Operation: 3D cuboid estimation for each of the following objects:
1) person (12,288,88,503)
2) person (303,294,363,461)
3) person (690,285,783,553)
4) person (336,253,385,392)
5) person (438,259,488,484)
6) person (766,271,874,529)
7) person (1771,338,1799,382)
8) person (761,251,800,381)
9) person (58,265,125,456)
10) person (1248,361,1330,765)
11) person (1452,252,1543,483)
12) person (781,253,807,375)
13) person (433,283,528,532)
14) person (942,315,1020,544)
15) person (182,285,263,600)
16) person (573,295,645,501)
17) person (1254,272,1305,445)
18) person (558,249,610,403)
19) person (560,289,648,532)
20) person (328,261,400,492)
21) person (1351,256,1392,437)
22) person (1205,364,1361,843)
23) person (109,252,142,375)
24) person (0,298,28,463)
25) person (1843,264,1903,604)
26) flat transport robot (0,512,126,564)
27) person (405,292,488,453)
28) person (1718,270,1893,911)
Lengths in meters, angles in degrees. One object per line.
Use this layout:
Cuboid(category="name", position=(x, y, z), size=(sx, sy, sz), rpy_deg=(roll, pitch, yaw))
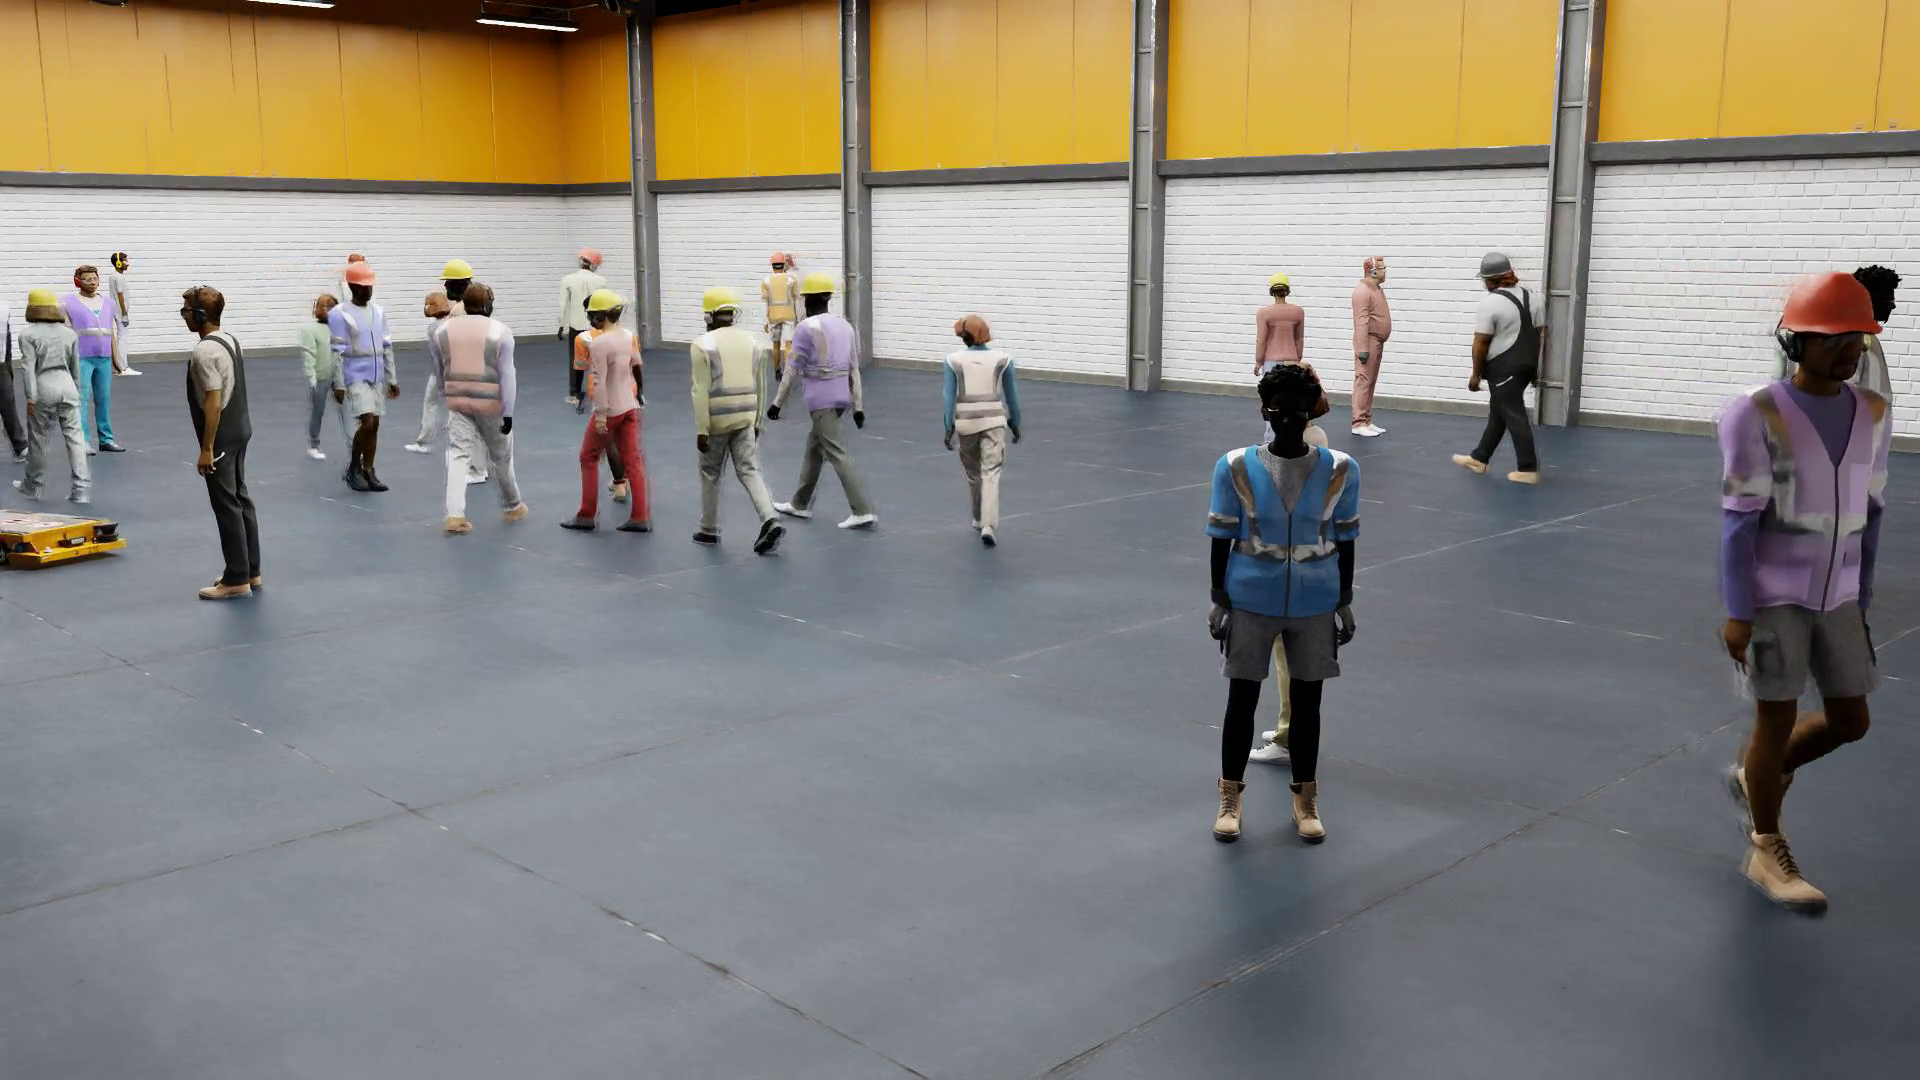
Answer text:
Cuboid(category="person", position=(-7.324, -1.158, 13.352), size=(0.853, 1.700, 0.511), rpy_deg=(7, 12, 33))
Cuboid(category="person", position=(-5.958, -1.530, 15.731), size=(0.883, 1.584, 0.522), rpy_deg=(9, 14, 41))
Cuboid(category="person", position=(-1.524, -0.808, 11.223), size=(0.599, 1.804, 0.822), rpy_deg=(-9, 14, -41))
Cuboid(category="person", position=(-8.074, -2.898, 22.372), size=(0.572, 1.886, 0.353), rpy_deg=(3, 11, 18))
Cuboid(category="person", position=(-4.252, -1.437, 14.288), size=(0.363, 1.928, 0.587), rpy_deg=(-1, 10, -7))
Cuboid(category="person", position=(-0.994, -1.029, 12.239), size=(1.021, 1.871, 0.591), rpy_deg=(6, 12, 30))
Cuboid(category="person", position=(6.677, -1.064, 13.167), size=(0.539, 1.586, 0.880), rpy_deg=(2, 11, 13))
Cuboid(category="person", position=(-2.602, -3.237, 24.160), size=(0.565, 1.909, 0.877), rpy_deg=(0, 10, 2))
Cuboid(category="person", position=(-8.495, -1.758, 16.271), size=(0.397, 1.843, 0.564), rpy_deg=(6, 12, 28))
Cuboid(category="person", position=(1.331, 0.095, 6.739), size=(0.280, 1.633, 0.502), rpy_deg=(6, 12, 28))
Cuboid(category="person", position=(4.718, -1.537, 14.523), size=(0.712, 2.000, 0.942), rpy_deg=(-9, 14, -40))
Cuboid(category="person", position=(-2.443, -3.418, 25.257), size=(0.653, 1.863, 0.720), rpy_deg=(6, 12, 29))
Cuboid(category="person", position=(-3.503, -0.969, 12.126), size=(0.627, 1.798, 0.960), rpy_deg=(1, 10, 6))
Cuboid(category="person", position=(0.150, -0.783, 11.670), size=(0.539, 1.582, 0.895), rpy_deg=(0, 10, 0))
Cuboid(category="person", position=(-4.353, -0.570, 9.788), size=(0.327, 1.844, 0.514), rpy_deg=(-1, 10, -5))
Cuboid(category="person", position=(-2.841, -1.158, 13.456), size=(0.550, 1.654, 0.728), rpy_deg=(-7, 12, -32))
Cuboid(category="person", position=(3.168, -1.771, 16.558), size=(0.525, 1.765, 0.329), rpy_deg=(-3, 11, -15))
Cuboid(category="person", position=(-4.753, -2.705, 21.152), size=(0.697, 1.957, 0.448), rpy_deg=(-2, 11, -13))
Cuboid(category="person", position=(-2.585, -0.921, 11.955), size=(0.753, 1.736, 0.554), rpy_deg=(4, 11, 20))
Cuboid(category="person", position=(-4.913, -1.336, 13.775), size=(0.419, 1.921, 0.542), rpy_deg=(5, 12, 26))
Cuboid(category="person", position=(4.401, -2.069, 17.791), size=(0.409, 1.909, 0.651), rpy_deg=(5, 12, 26))
Cuboid(category="person", position=(1.128, 0.229, 5.833), size=(0.540, 1.695, 0.317), rpy_deg=(1, 10, 4))
Cuboid(category="person", position=(-12.809, -3.454, 25.441), size=(0.335, 1.873, 0.520), rpy_deg=(-7, 12, -33))
Cuboid(category="person", position=(-9.122, -1.643, 15.589), size=(1.004, 1.860, 0.626), rpy_deg=(6, 12, 28))
Cuboid(category="person", position=(5.193, -0.608, 9.661), size=(0.361, 1.964, 0.613), rpy_deg=(7, 12, 33))
Cuboid(category="flat transport robot", position=(-6.392, -0.034, 11.156), size=(1.431, 0.197, 0.652), rpy_deg=(4, 11, 23))
Cuboid(category="person", position=(-5.017, -1.625, 16.245), size=(0.891, 1.588, 0.498), rpy_deg=(4, 11, 19))
Cuboid(category="person", position=(2.681, 0.157, 5.344), size=(0.610, 2.029, 0.510), rpy_deg=(-2, 11, -10))
